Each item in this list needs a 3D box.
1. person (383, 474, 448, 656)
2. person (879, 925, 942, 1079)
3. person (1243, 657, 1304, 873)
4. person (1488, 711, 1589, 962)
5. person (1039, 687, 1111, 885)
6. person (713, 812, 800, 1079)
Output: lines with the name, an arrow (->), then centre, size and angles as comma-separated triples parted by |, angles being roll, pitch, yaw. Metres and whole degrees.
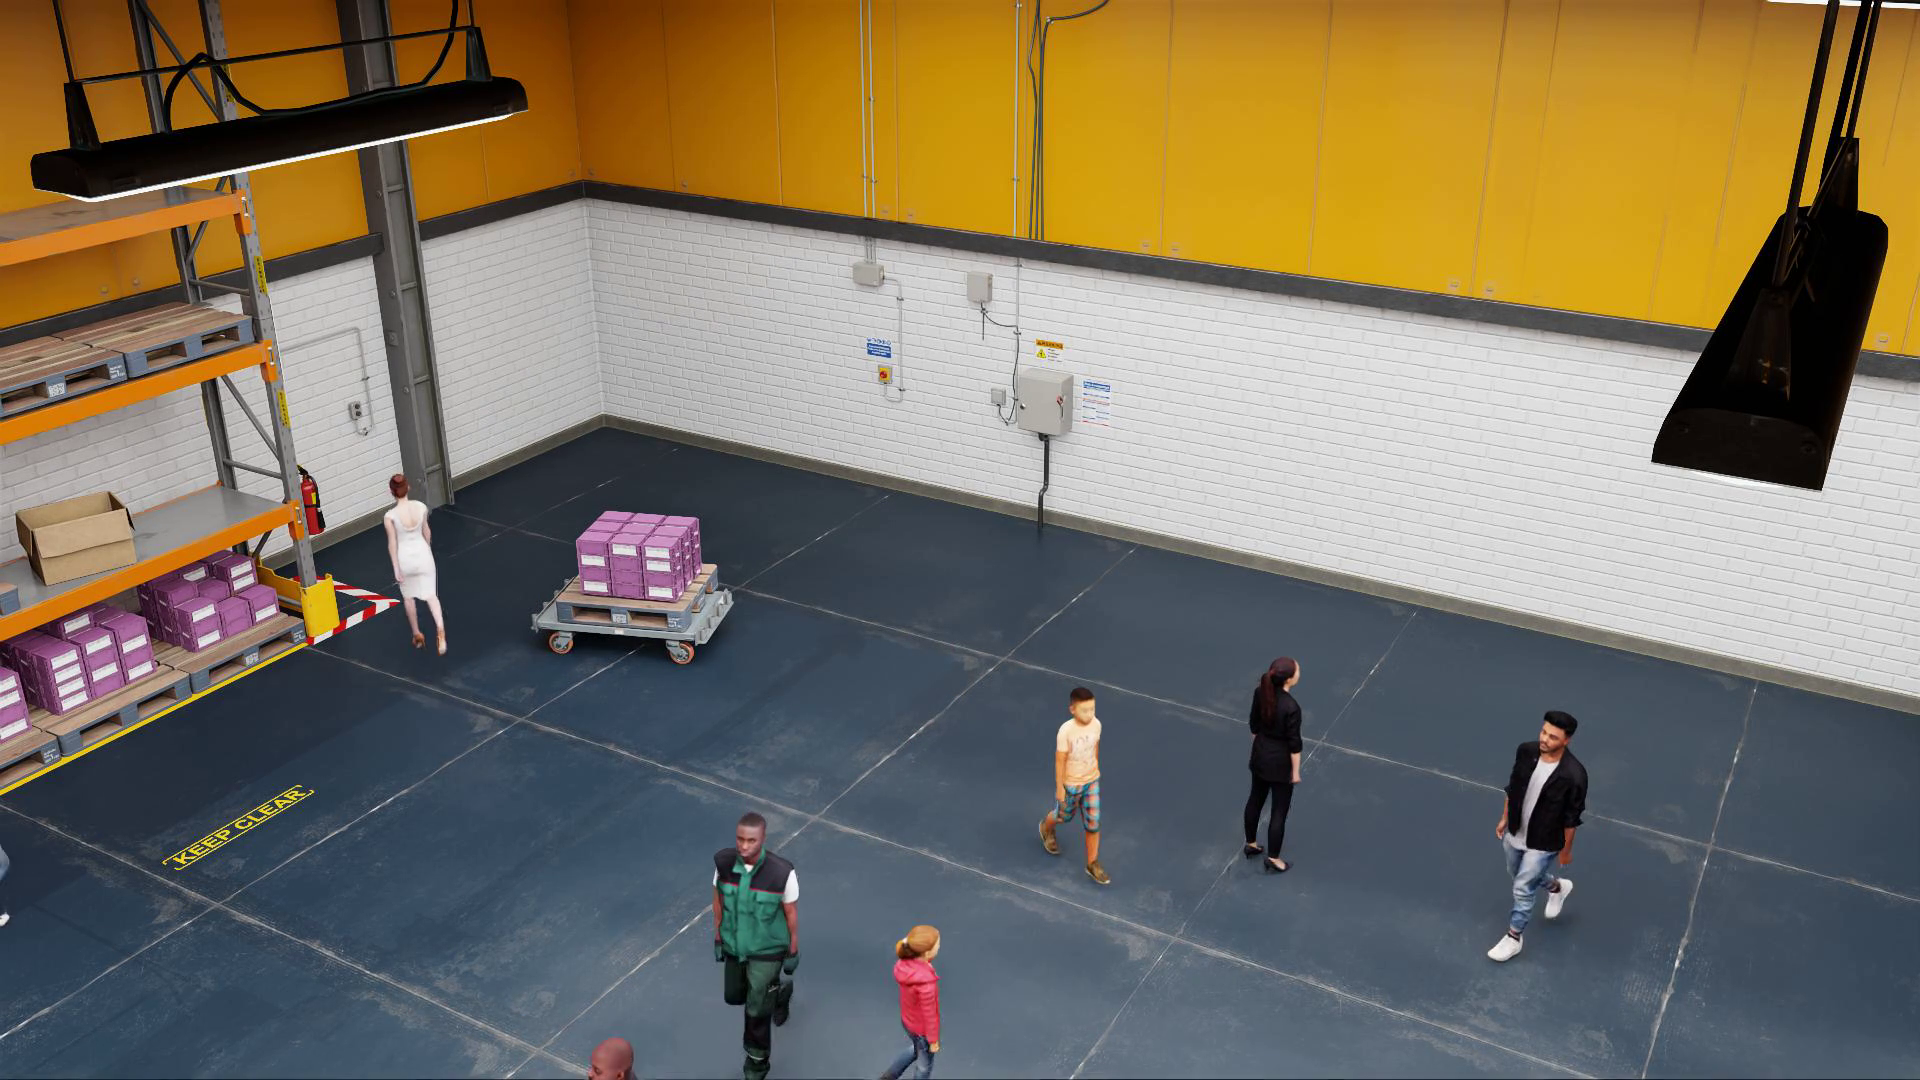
person -> -4.775, 0.268, 14.658 | 1.015, 1.769, 0.905 | -16, 28, -32
person -> -0.300, 2.780, 9.492 | 0.790, 1.304, 0.718 | -8, 25, -18
person -> 2.216, 1.580, 11.792 | 0.682, 1.660, 0.682 | -15, 28, -31
person -> 3.858, 1.883, 10.941 | 1.191, 1.788, 1.046 | -12, 26, -25
person -> 0.794, 1.682, 11.828 | 0.989, 1.445, 0.917 | -13, 27, -26
person -> -1.186, 2.362, 9.805 | 0.801, 1.819, 1.100 | 8, 25, 17
